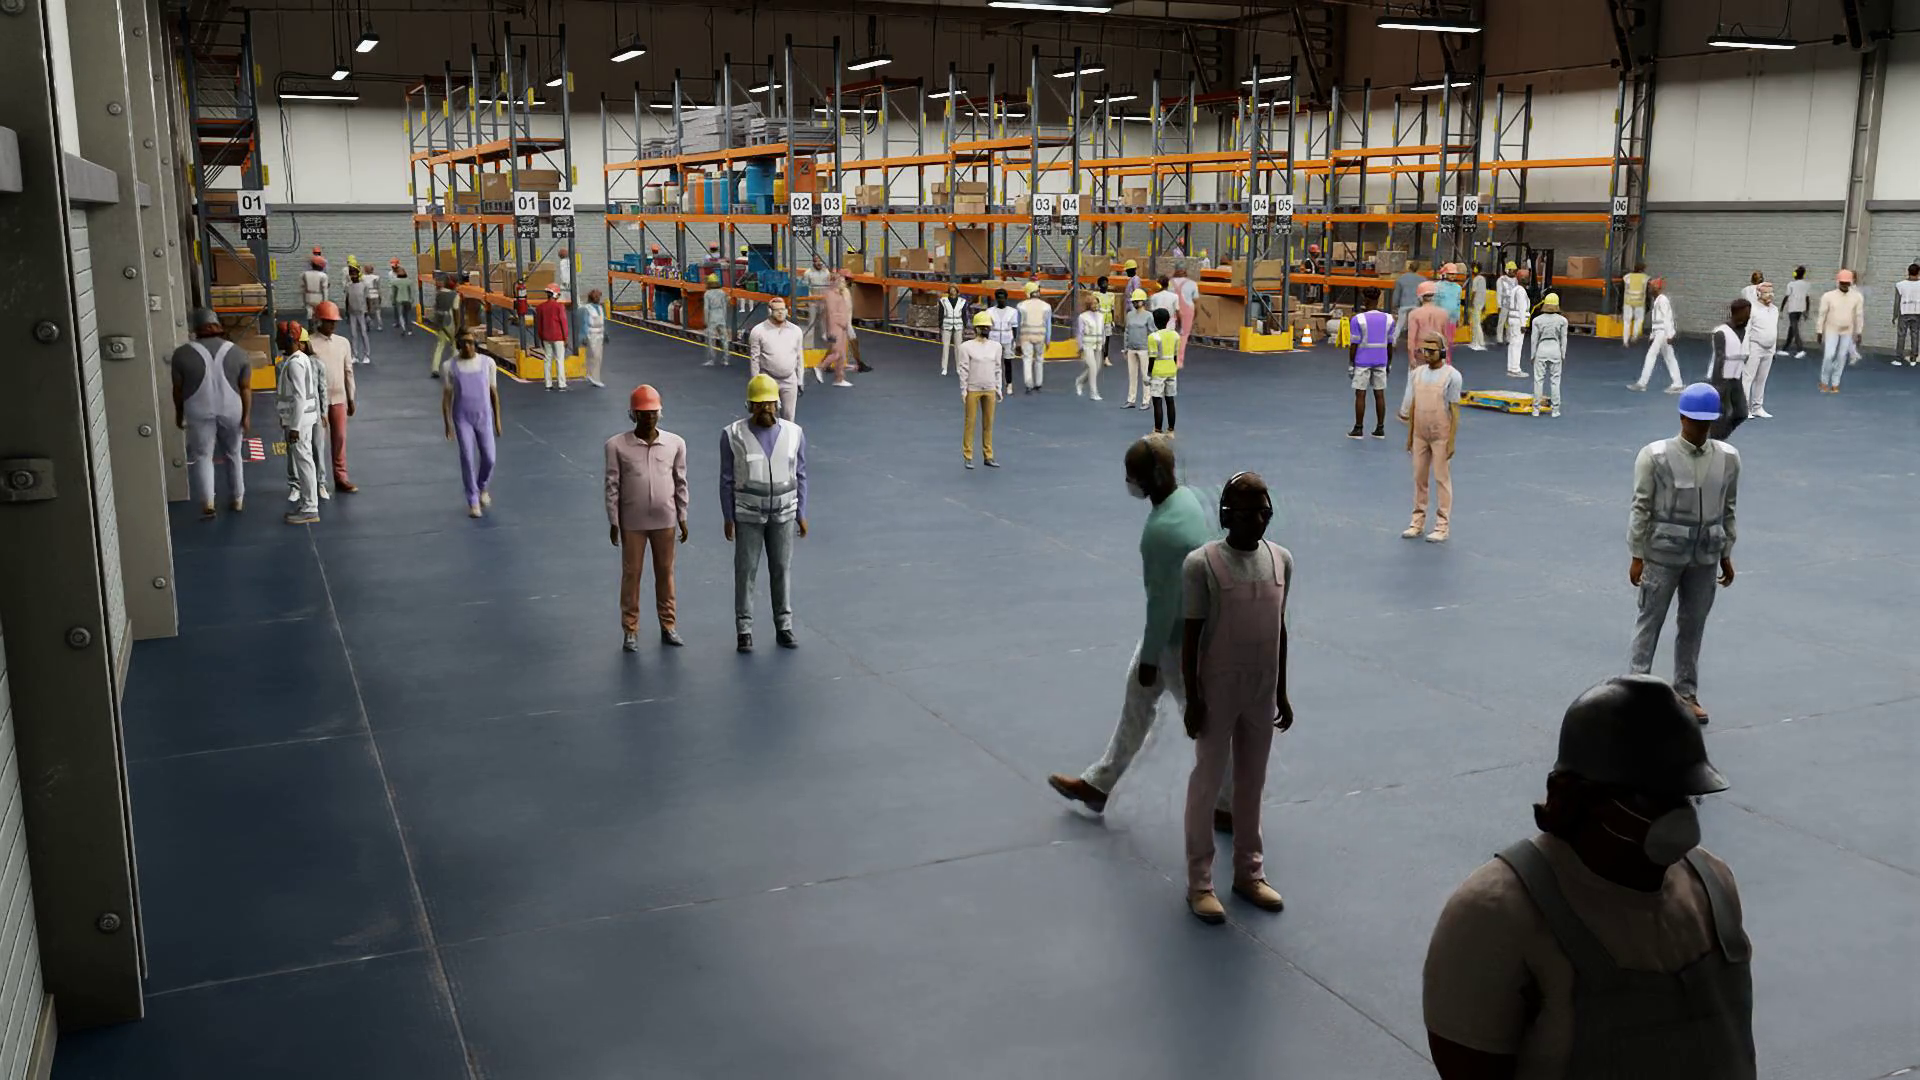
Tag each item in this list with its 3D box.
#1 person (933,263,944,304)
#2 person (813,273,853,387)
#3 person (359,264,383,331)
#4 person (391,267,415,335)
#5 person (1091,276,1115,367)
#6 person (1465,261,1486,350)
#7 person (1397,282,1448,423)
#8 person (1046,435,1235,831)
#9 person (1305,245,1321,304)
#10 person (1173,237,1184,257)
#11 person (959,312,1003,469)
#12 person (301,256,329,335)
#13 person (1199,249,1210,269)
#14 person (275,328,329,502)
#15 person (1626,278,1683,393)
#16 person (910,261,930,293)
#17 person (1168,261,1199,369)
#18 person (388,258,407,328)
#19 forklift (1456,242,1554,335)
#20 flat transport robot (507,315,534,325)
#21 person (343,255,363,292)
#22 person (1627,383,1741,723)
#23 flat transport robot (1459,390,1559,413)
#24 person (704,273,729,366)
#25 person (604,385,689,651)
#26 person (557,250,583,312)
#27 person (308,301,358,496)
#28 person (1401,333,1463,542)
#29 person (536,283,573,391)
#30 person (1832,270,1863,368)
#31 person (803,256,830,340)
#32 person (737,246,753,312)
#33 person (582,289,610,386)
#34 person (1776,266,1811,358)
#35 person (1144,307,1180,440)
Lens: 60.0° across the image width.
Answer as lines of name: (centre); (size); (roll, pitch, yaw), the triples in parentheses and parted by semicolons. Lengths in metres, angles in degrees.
person: (-0.622, -8.308, 52.916); (0.510, 1.586, 0.863); (3, 12, 16)
person: (-2.096, -3.470, 27.541); (0.549, 1.887, 0.655); (2, 11, 11)
person: (-14.434, -5.934, 40.755); (0.532, 1.621, 0.439); (-1, 11, -7)
person: (-13.082, -5.602, 39.098); (0.529, 1.613, 0.626); (-6, 12, -27)
person: (2.668, -4.090, 31.190); (0.535, 1.700, 0.318); (-5, 12, -24)
person: (10.860, -4.927, 35.034); (0.627, 1.853, 0.582); (8, 14, 37)
person: (6.302, -2.504, 22.515); (0.618, 1.946, 1.008); (-2, 11, -9)
person: (0.900, 0.447, 7.702); (1.024, 1.866, 0.694); (1, 11, 7)
person: (9.272, -6.726, 43.708); (0.371, 2.044, 0.608); (7, 13, 32)
person: (7.586, -9.329, 56.924); (0.608, 2.048, 0.365); (-5, 12, -24)
person: (0.240, -1.692, 18.824); (0.525, 1.772, 0.303); (-5, 12, -24)
person: (-13.574, -4.998, 35.124); (0.602, 1.965, 0.954); (-1, 11, -5)
person: (7.703, -8.354, 52.744); (0.562, 1.742, 0.337); (8, 14, 37)
person: (-6.588, -1.261, 16.693); (0.487, 1.746, 0.288); (-5, 12, -24)
person: (11.213, -3.274, 26.709); (0.940, 1.821, 0.586); (5, 12, 25)
person: (-1.083, -6.932, 45.104); (0.643, 1.909, 0.409); (-5, 12, -24)
person: (4.098, -4.211, 30.933); (0.678, 2.000, 1.030); (5, 12, 23)
person: (-14.168, -6.215, 41.864); (0.563, 1.745, 0.347); (4, 12, 22)
forklift: (13.047, -6.049, 39.881); (2.313, 2.155, 1.214); (-5, 12, -23)
flat transport robot: (-11.179, -5.683, 42.922); (0.652, 0.197, 1.431); (-7, 13, -30)
person: (-16.396, -6.830, 44.985); (0.539, 1.757, 0.366); (-6, 12, -27)
person: (4.071, 0.080, 9.367); (0.615, 1.942, 0.407); (0, 11, -3)
flat transport robot: (8.040, -2.046, 24.440); (0.652, 0.197, 1.431); (-5, 12, -24)
person: (-4.637, -4.181, 31.541); (0.491, 1.742, 0.312); (-9, 14, -38)
person: (-2.067, -0.152, 11.022); (0.563, 1.756, 0.319); (-5, 12, -24)
person: (-11.472, -7.534, 48.400); (1.025, 1.817, 0.644); (3, 11, 14)
person: (-6.459, -1.444, 17.020); (0.406, 1.989, 0.623); (8, 14, 36)
person: (4.155, -0.902, 14.638); (0.344, 1.839, 0.505); (-9, 14, -38)
person: (-6.575, -3.285, 26.981); (0.563, 1.742, 0.338); (4, 12, 21)
person: (16.405, -4.068, 30.724); (0.541, 1.834, 0.541); (10, 15, 43)
person: (-3.212, -5.466, 37.652); (0.643, 1.909, 0.409); (-5, 12, -24)
person: (-6.248, -7.570, 48.306); (0.587, 1.922, 0.383); (-4, 12, -19)
person: (-6.032, -3.341, 27.551); (0.408, 1.619, 0.619); (4, 12, 21)
person: (16.743, -4.561, 33.307); (0.503, 1.836, 0.956); (-3, 11, -13)
person: (2.542, -2.079, 20.983); (0.533, 1.692, 0.319); (-9, 14, -39)
